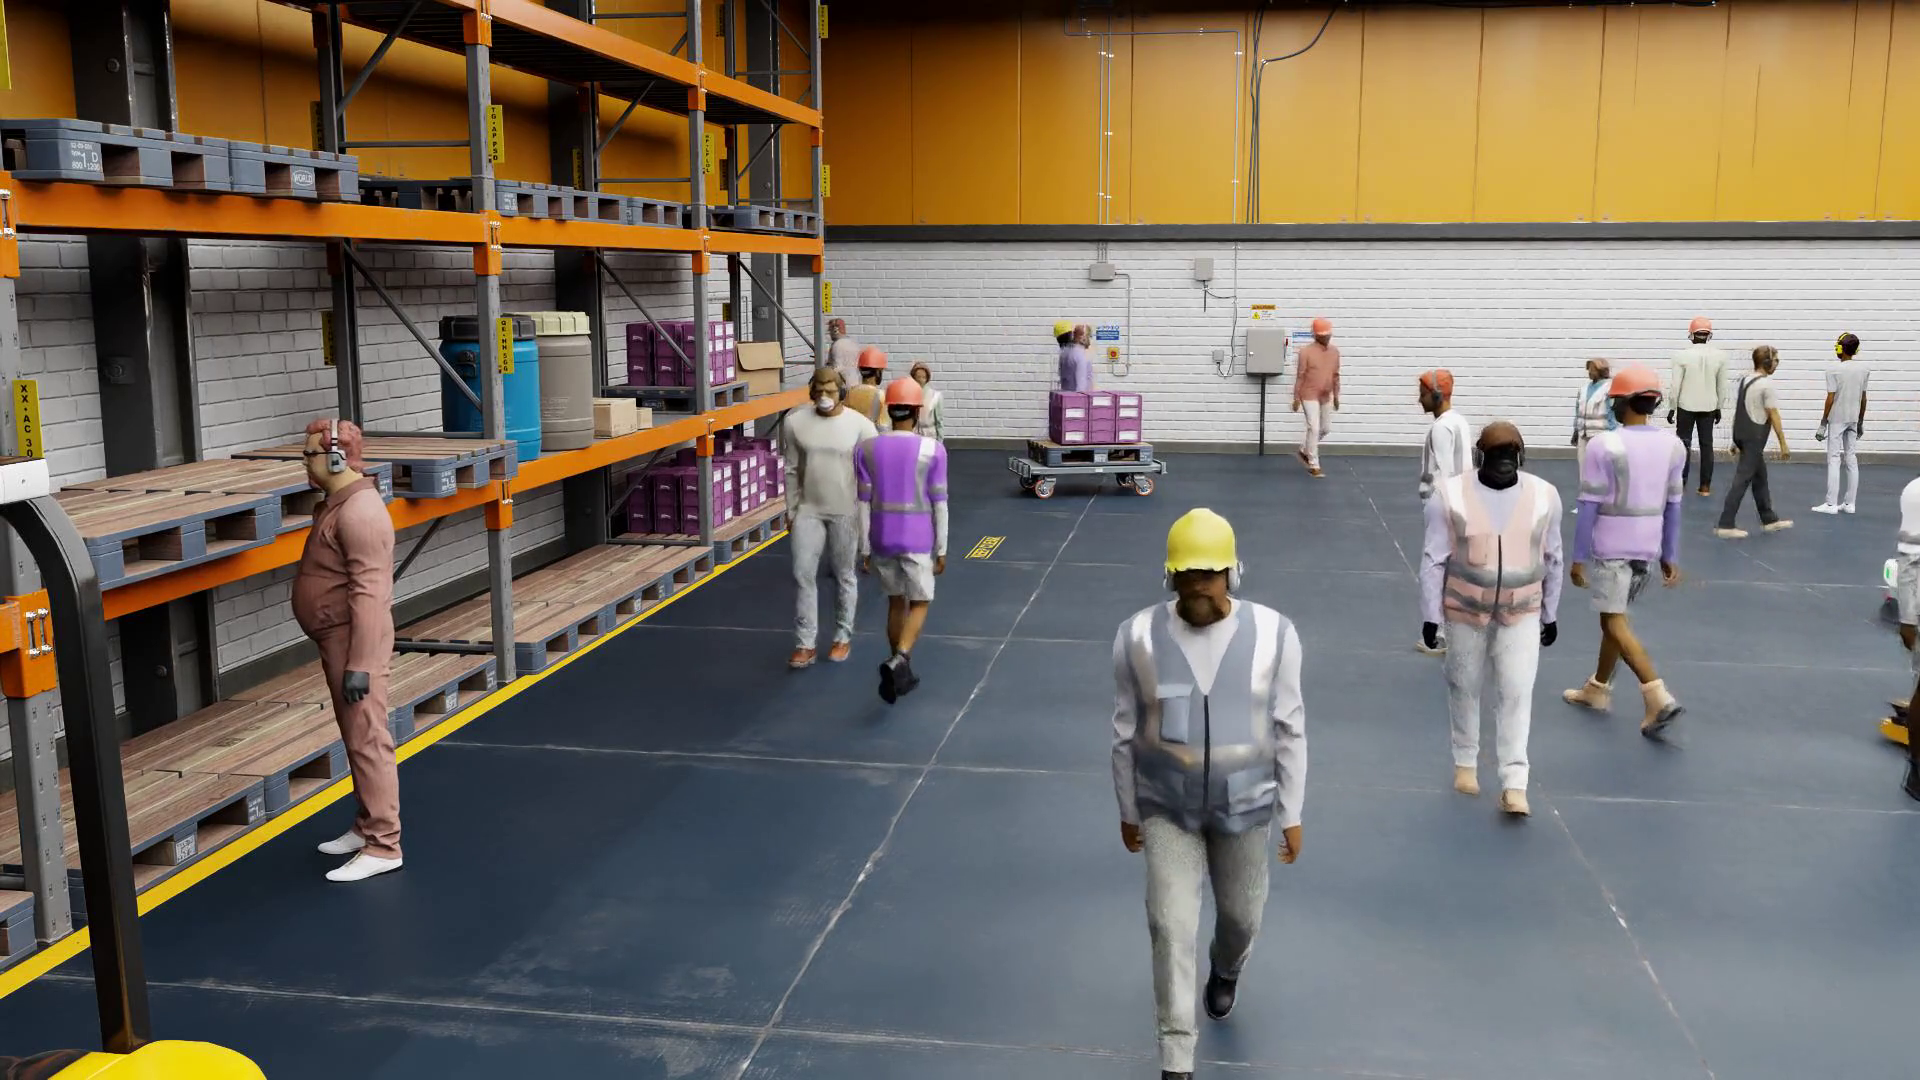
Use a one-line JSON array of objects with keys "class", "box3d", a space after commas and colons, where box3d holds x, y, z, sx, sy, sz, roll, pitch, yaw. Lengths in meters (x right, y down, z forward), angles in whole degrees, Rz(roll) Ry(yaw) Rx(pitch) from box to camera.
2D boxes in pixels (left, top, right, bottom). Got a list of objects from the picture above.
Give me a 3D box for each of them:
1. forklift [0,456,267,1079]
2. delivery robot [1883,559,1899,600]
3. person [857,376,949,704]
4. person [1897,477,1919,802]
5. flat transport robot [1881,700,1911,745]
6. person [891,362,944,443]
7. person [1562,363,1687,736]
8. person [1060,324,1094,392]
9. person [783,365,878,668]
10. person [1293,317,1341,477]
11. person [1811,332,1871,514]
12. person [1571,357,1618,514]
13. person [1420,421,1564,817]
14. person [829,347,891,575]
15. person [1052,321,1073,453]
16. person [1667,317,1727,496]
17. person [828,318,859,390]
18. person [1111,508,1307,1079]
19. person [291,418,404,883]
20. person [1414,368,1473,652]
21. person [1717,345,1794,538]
[{"class": "forklift", "box3d": [-2.328, 0.975, 2.765, 2.313, 2.155, 1.214, 1, 9, 9]}, {"class": "delivery robot", "box3d": [6.964, 0.279, 11.807, 0.707, 0.478, 0.477, 6, 11, 33]}, {"class": "person", "box3d": [-0.352, 0.015, 9.596, 0.545, 1.910, 0.756, 3, 10, 16]}, {"class": "person", "box3d": [4.622, 0.315, 7.674, 0.566, 1.915, 0.570, 1, 9, 4]}, {"class": "flat transport robot", "box3d": [5.345, 1.048, 8.229, 0.652, 0.197, 1.431, -1, 9, -8]}, {"class": "person", "box3d": [-0.411, -0.923, 16.201, 0.527, 1.619, 0.364, -1, 9, -6]}, {"class": "person", "box3d": [3.679, 0.043, 9.095, 0.617, 2.012, 0.940, -3, 10, -18]}, {"class": "person", "box3d": [1.391, -1.719, 20.426, 0.994, 1.862, 0.662, -4, 10, -22]}, {"class": "person", "box3d": [-0.847, -0.129, 10.432, 0.651, 1.906, 0.824, 2, 9, 12]}, {"class": "person", "box3d": [4.321, -1.754, 20.343, 0.642, 1.959, 0.797, -5, 10, -27]}, {"class": "person", "box3d": [9.097, -1.201, 17.178, 0.520, 1.873, 0.328, -2, 9, -11]}, {"class": "person", "box3d": [6.553, -1.068, 17.108, 0.438, 1.626, 0.520, -3, 10, -20]}, {"class": "person", "box3d": [2.474, 0.365, 7.718, 0.660, 1.805, 0.880, 2, 9, 11]}, {"class": "person", "box3d": [-0.779, -0.656, 13.824, 0.559, 1.878, 1.029, 5, 11, 30]}, {"class": "person", "box3d": [1.361, -1.819, 20.981, 0.875, 1.867, 0.662, 6, 11, 31]}, {"class": "person", "box3d": [8.187, -1.479, 18.511, 0.611, 1.995, 0.381, 0, 9, 2]}, {"class": "person", "box3d": [-1.539, -1.969, 21.880, 0.400, 1.888, 0.661, 3, 10, 19]}, {"class": "person", "box3d": [0.768, 0.778, 5.182, 0.594, 1.811, 0.793, 1, 9, 7]}, {"class": "person", "box3d": [-2.542, 0.448, 6.897, 0.405, 1.906, 0.653, -4, 10, -23]}, {"class": "person", "box3d": [3.186, -0.193, 10.963, 0.390, 1.871, 0.591, 5, 10, 28]}, {"class": "person", "box3d": [7.536, -0.903, 15.554, 0.909, 1.806, 0.537, 0, 9, 0]}]
